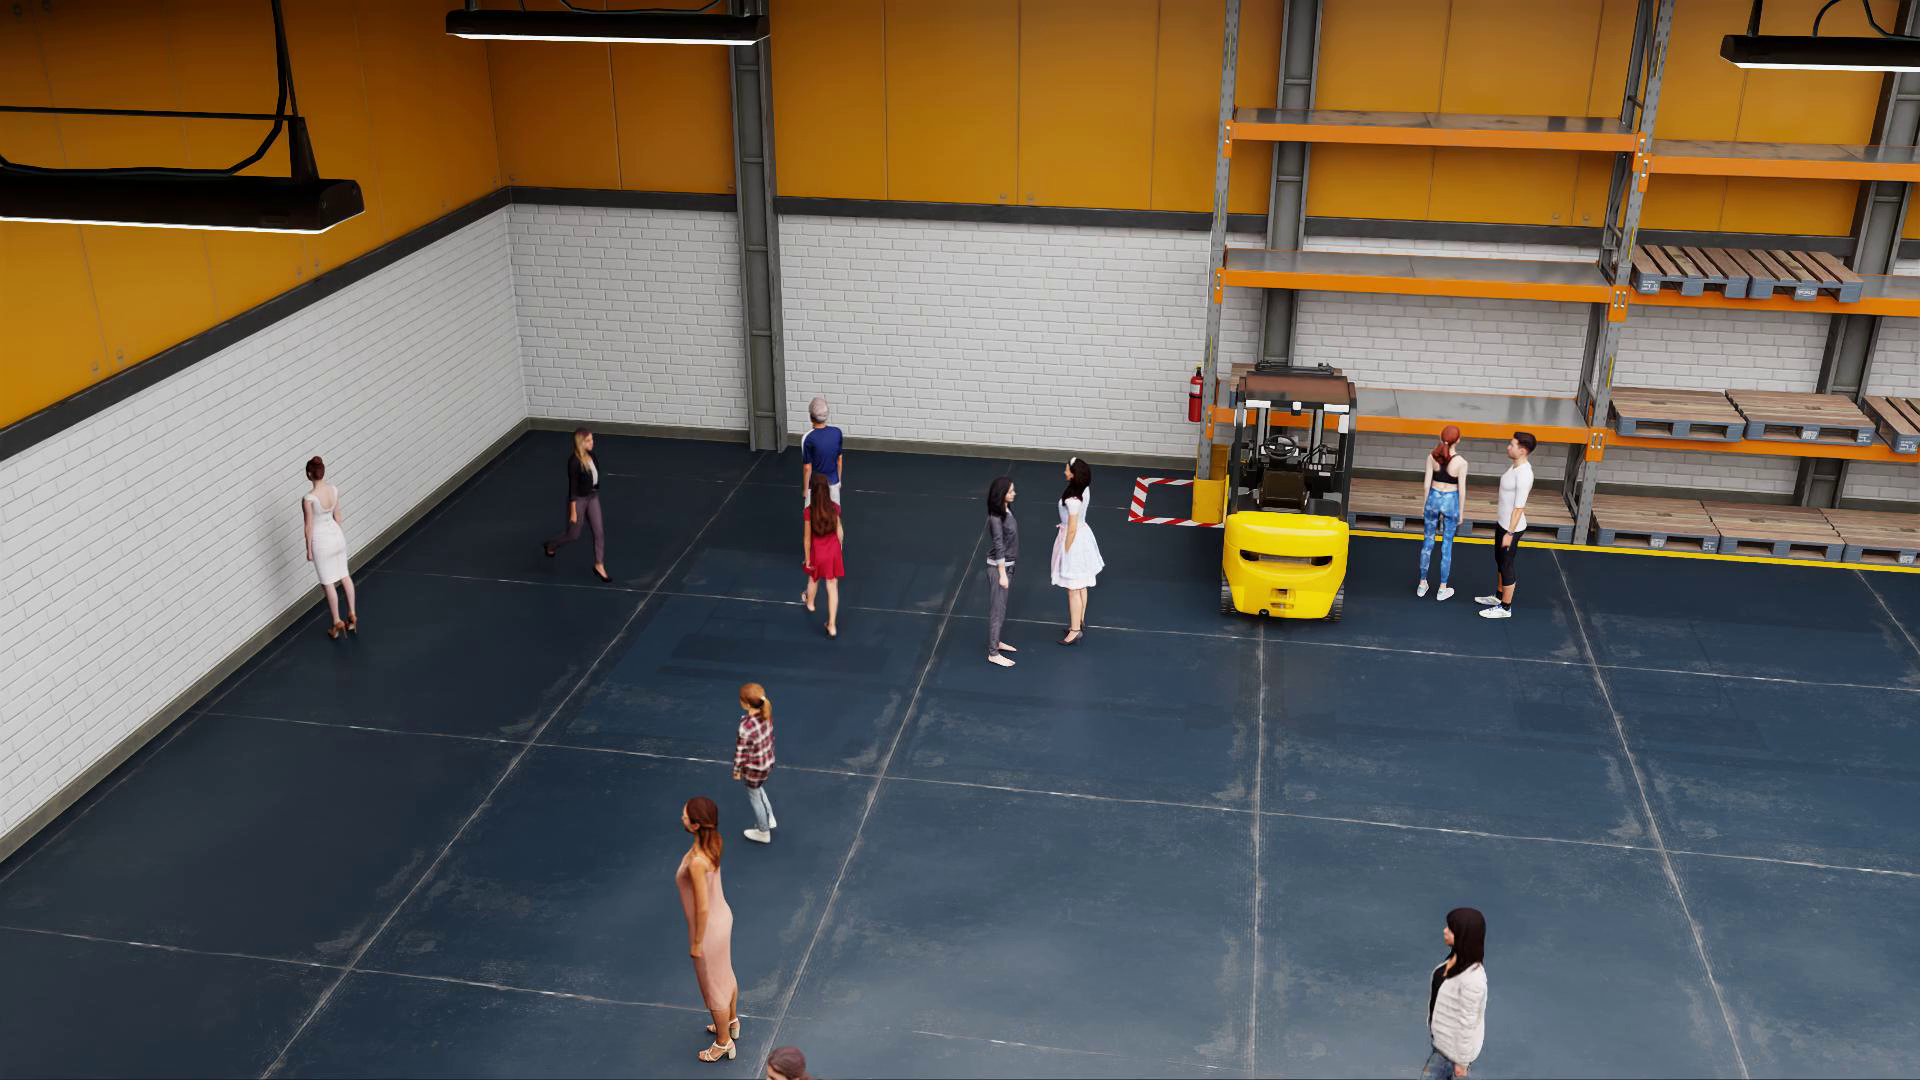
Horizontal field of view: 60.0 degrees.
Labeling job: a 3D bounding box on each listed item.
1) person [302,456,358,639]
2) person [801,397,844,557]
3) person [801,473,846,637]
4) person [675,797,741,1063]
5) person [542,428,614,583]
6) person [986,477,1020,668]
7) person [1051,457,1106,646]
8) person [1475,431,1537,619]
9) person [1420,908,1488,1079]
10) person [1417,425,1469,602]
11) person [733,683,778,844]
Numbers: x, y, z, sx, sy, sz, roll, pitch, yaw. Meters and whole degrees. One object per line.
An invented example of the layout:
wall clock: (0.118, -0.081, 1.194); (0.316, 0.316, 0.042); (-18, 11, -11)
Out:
person: (-5.843, 0.064, 15.396); (0.575, 1.794, 0.606); (12, 26, 25)
person: (-1.385, -0.559, 16.765); (0.724, 1.839, 0.764); (-19, 30, -36)
person: (-1.242, 0.162, 15.526); (1.024, 1.510, 0.892); (-7, 25, -16)
person: (-1.515, 2.356, 10.106); (0.522, 1.831, 0.602); (3, 24, 6)
person: (-3.838, -0.345, 16.544); (1.100, 1.623, 0.769); (9, 25, 21)
person: (0.362, 0.256, 14.993); (0.521, 1.765, 0.599); (2, 24, 6)
person: (1.058, 0.102, 15.278); (0.751, 1.818, 0.726); (7, 25, 16)
person: (5.243, -0.158, 15.831); (0.550, 1.852, 0.657); (4, 24, 8)
person: (2.856, 2.792, 9.371); (0.661, 1.622, 0.647); (2, 24, 5)
person: (4.690, -0.274, 16.180); (0.626, 1.785, 0.710); (13, 27, 28)
person: (-1.459, 1.671, 12.341); (0.585, 1.297, 0.582); (10, 26, 22)
